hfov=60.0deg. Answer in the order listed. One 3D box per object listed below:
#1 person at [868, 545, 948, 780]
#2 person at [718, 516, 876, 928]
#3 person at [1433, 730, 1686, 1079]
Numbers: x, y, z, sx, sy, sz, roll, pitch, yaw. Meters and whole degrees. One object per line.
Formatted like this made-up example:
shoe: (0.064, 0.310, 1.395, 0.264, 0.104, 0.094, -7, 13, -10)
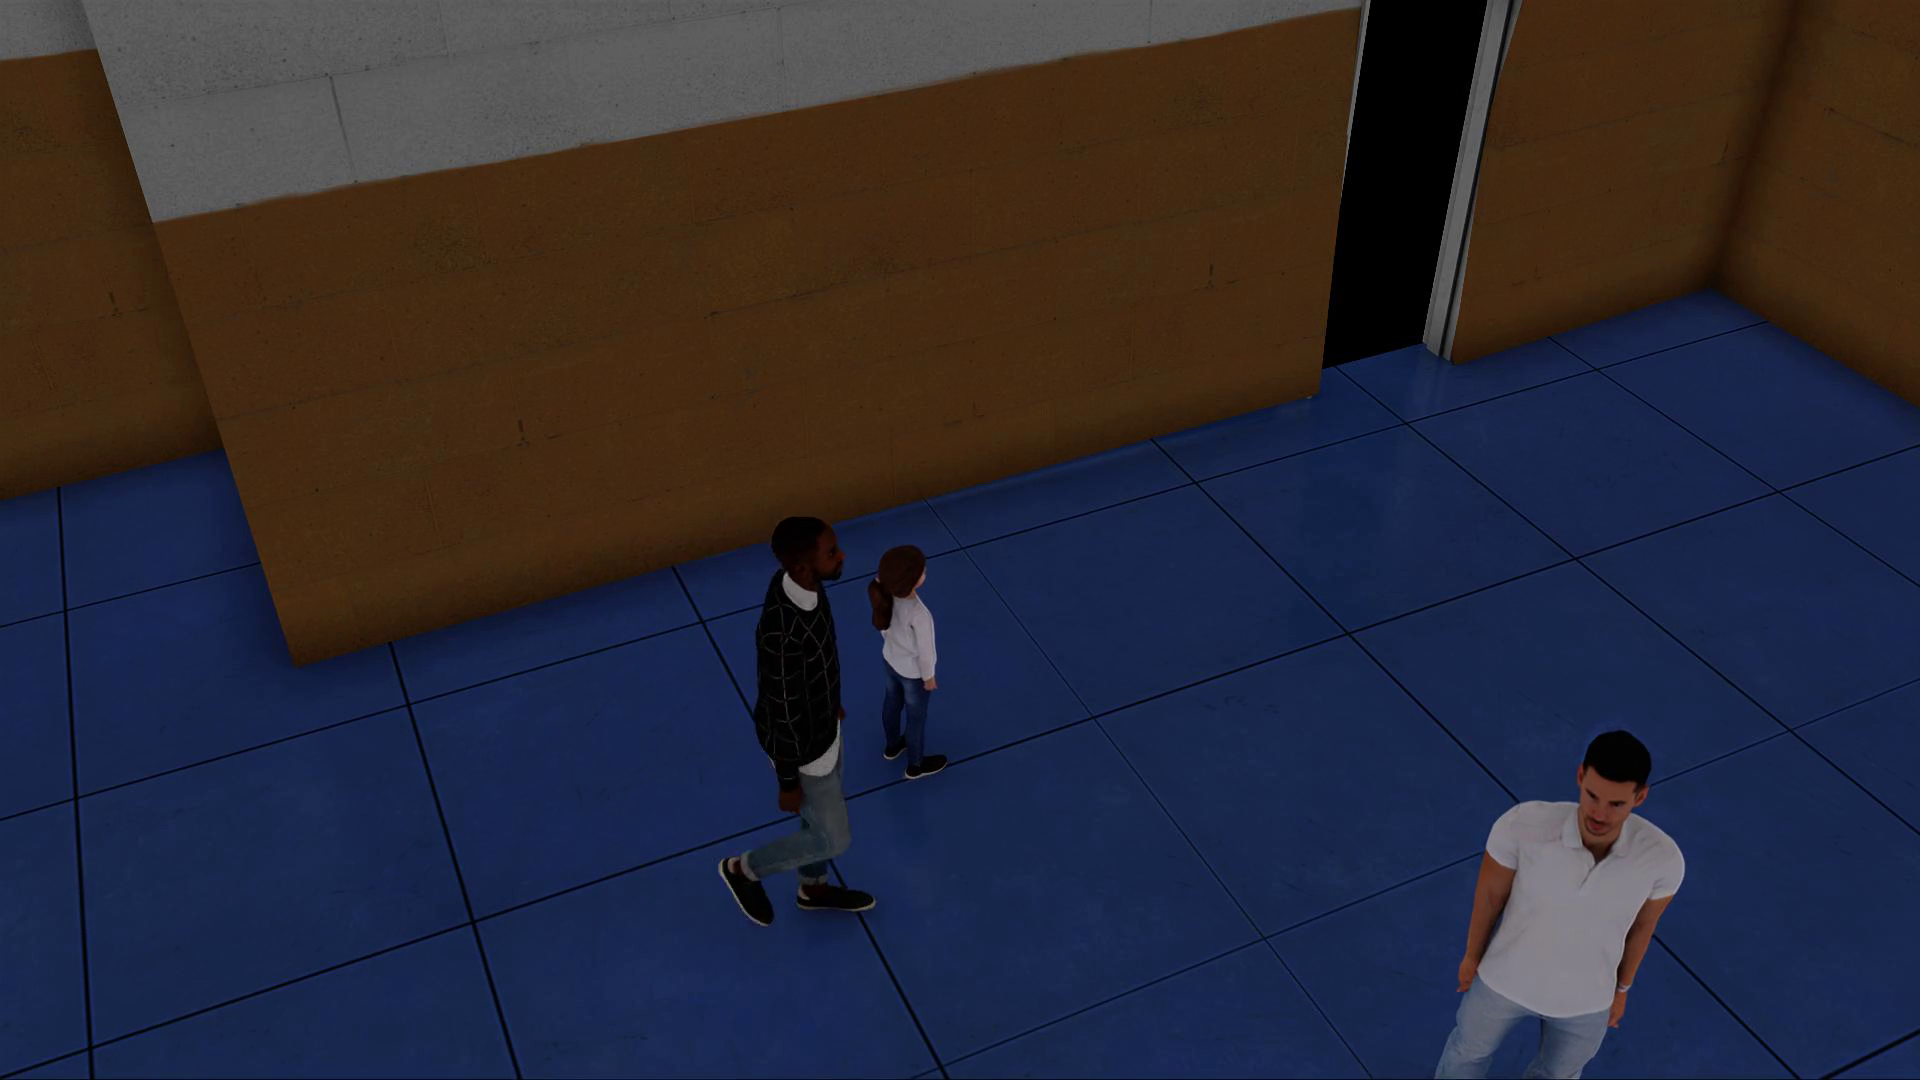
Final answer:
person: (-0.213, 0.469, 6.648, 0.542, 1.110, 0.450, -25, 43, -29)
person: (-0.635, 0.676, 5.792, 0.947, 1.807, 0.900, 4, 37, 6)
person: (1.755, 1.274, 4.948, 0.735, 1.864, 0.795, 12, 39, 16)
